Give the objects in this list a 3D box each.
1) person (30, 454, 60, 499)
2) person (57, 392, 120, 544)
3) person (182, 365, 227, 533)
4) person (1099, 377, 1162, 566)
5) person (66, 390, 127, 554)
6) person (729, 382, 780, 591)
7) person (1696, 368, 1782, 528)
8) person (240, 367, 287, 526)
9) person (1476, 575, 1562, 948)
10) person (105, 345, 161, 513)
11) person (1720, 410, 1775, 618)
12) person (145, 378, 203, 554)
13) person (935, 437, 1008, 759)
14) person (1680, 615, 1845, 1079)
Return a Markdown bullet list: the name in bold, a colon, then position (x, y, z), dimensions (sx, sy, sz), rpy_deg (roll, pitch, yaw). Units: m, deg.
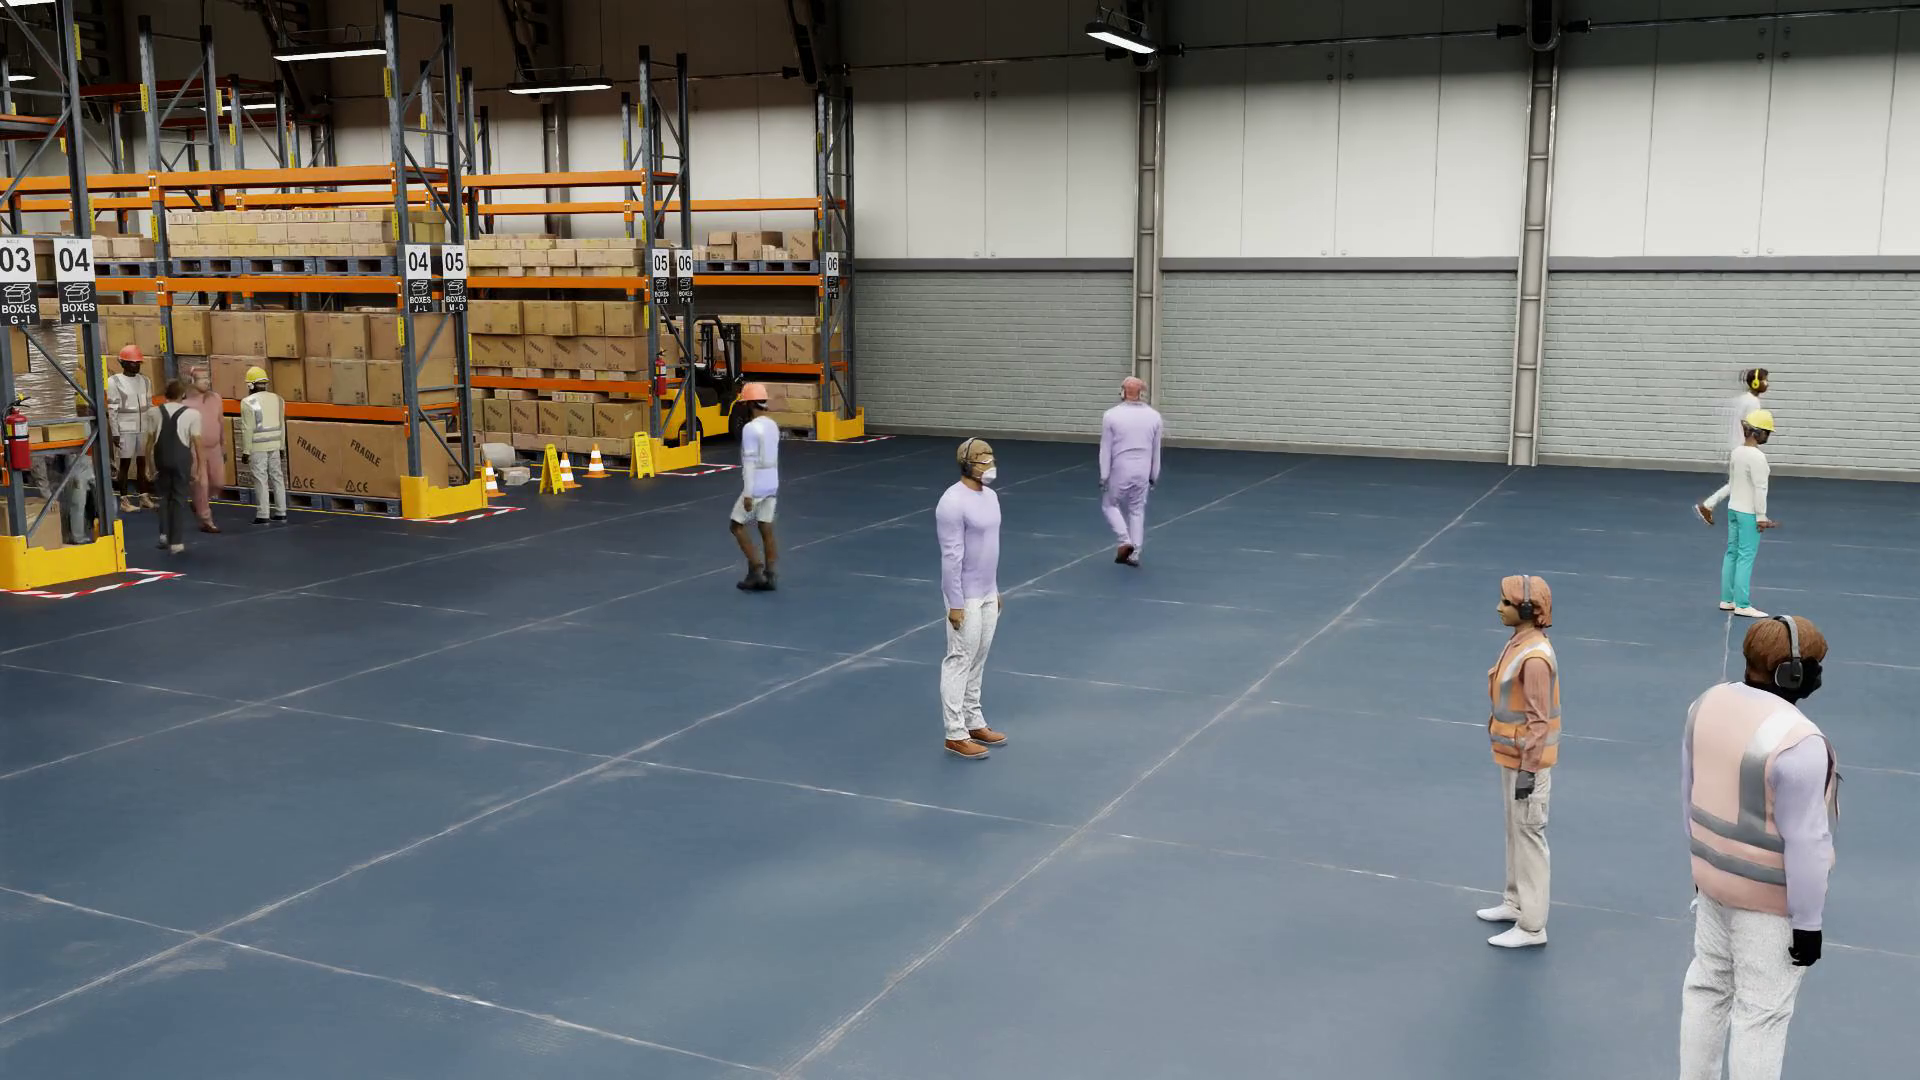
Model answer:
- **person**: position (-10.649, -0.977, 19.268), dimensions (0.830, 1.599, 0.522), rpy_deg (8, 12, 41)
- **person**: position (-9.260, -0.752, 17.689), dimensions (0.846, 1.645, 0.537), rpy_deg (2, 9, 12)
- **person**: position (-8.536, -1.023, 18.669), dimensions (0.581, 1.890, 0.644), rpy_deg (6, 11, 31)
- **person**: position (1.669, -0.672, 16.487), dimensions (0.665, 1.888, 0.433), rpy_deg (-3, 10, -18)
- **person**: position (-8.860, -0.661, 16.956), dimensions (0.638, 1.723, 0.504), rpy_deg (5, 10, 26)
- **person**: position (-1.886, -0.480, 15.214), dimensions (0.474, 1.921, 0.586), rpy_deg (4, 10, 23)
- **person**: position (8.933, -1.047, 18.976), dimensions (0.865, 1.842, 0.525), rpy_deg (4, 10, 23)
- **person**: position (-8.032, -1.075, 19.143), dimensions (0.403, 1.830, 0.599), rpy_deg (4, 10, 24)
- **person**: position (2.453, 0.959, 7.261), dimensions (0.312, 1.639, 0.518), rpy_deg (2, 9, 11)
- **person**: position (-10.013, -1.343, 20.181), dimensions (0.403, 2.035, 0.606), rpy_deg (4, 10, 24)
- **person**: position (6.727, -0.227, 14.170), dimensions (0.320, 1.762, 0.522), rpy_deg (0, 9, 0)
- **person**: position (-8.167, -0.767, 17.317), dimensions (0.553, 1.808, 0.461), rpy_deg (-1, 9, -9)
- **person**: position (0.080, 0.342, 10.129), dimensions (0.373, 1.940, 0.630), rpy_deg (4, 10, 24)
- **person**: position (2.633, 1.150, 5.474), dimensions (0.429, 1.842, 0.633), rpy_deg (-1, 9, -8)
